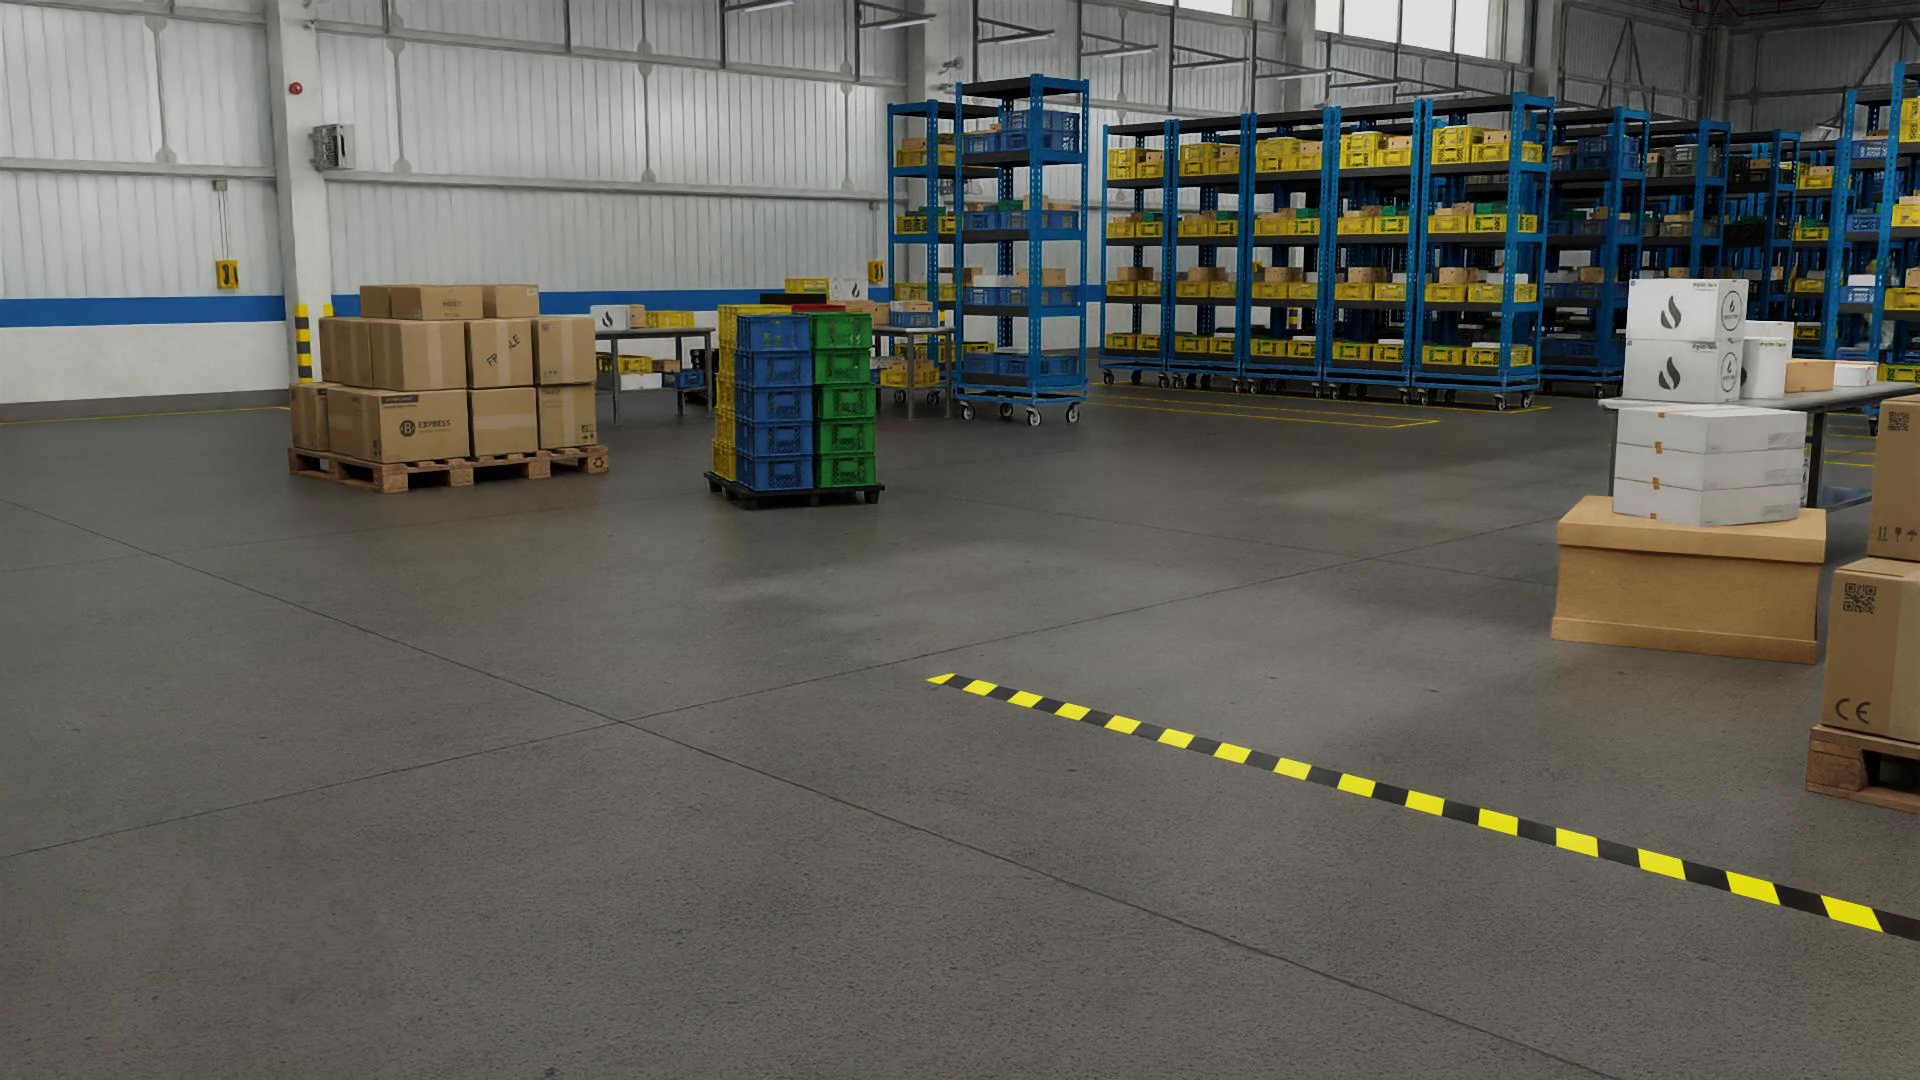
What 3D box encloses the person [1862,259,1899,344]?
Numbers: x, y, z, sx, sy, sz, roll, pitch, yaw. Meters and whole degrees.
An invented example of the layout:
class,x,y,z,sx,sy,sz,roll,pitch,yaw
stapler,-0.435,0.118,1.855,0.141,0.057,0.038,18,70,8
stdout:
class,x,y,z,sx,sy,sz,roll,pitch,yaw
person,14.500,-3.528,26.187,0.608,1.774,0.927,3,10,16
